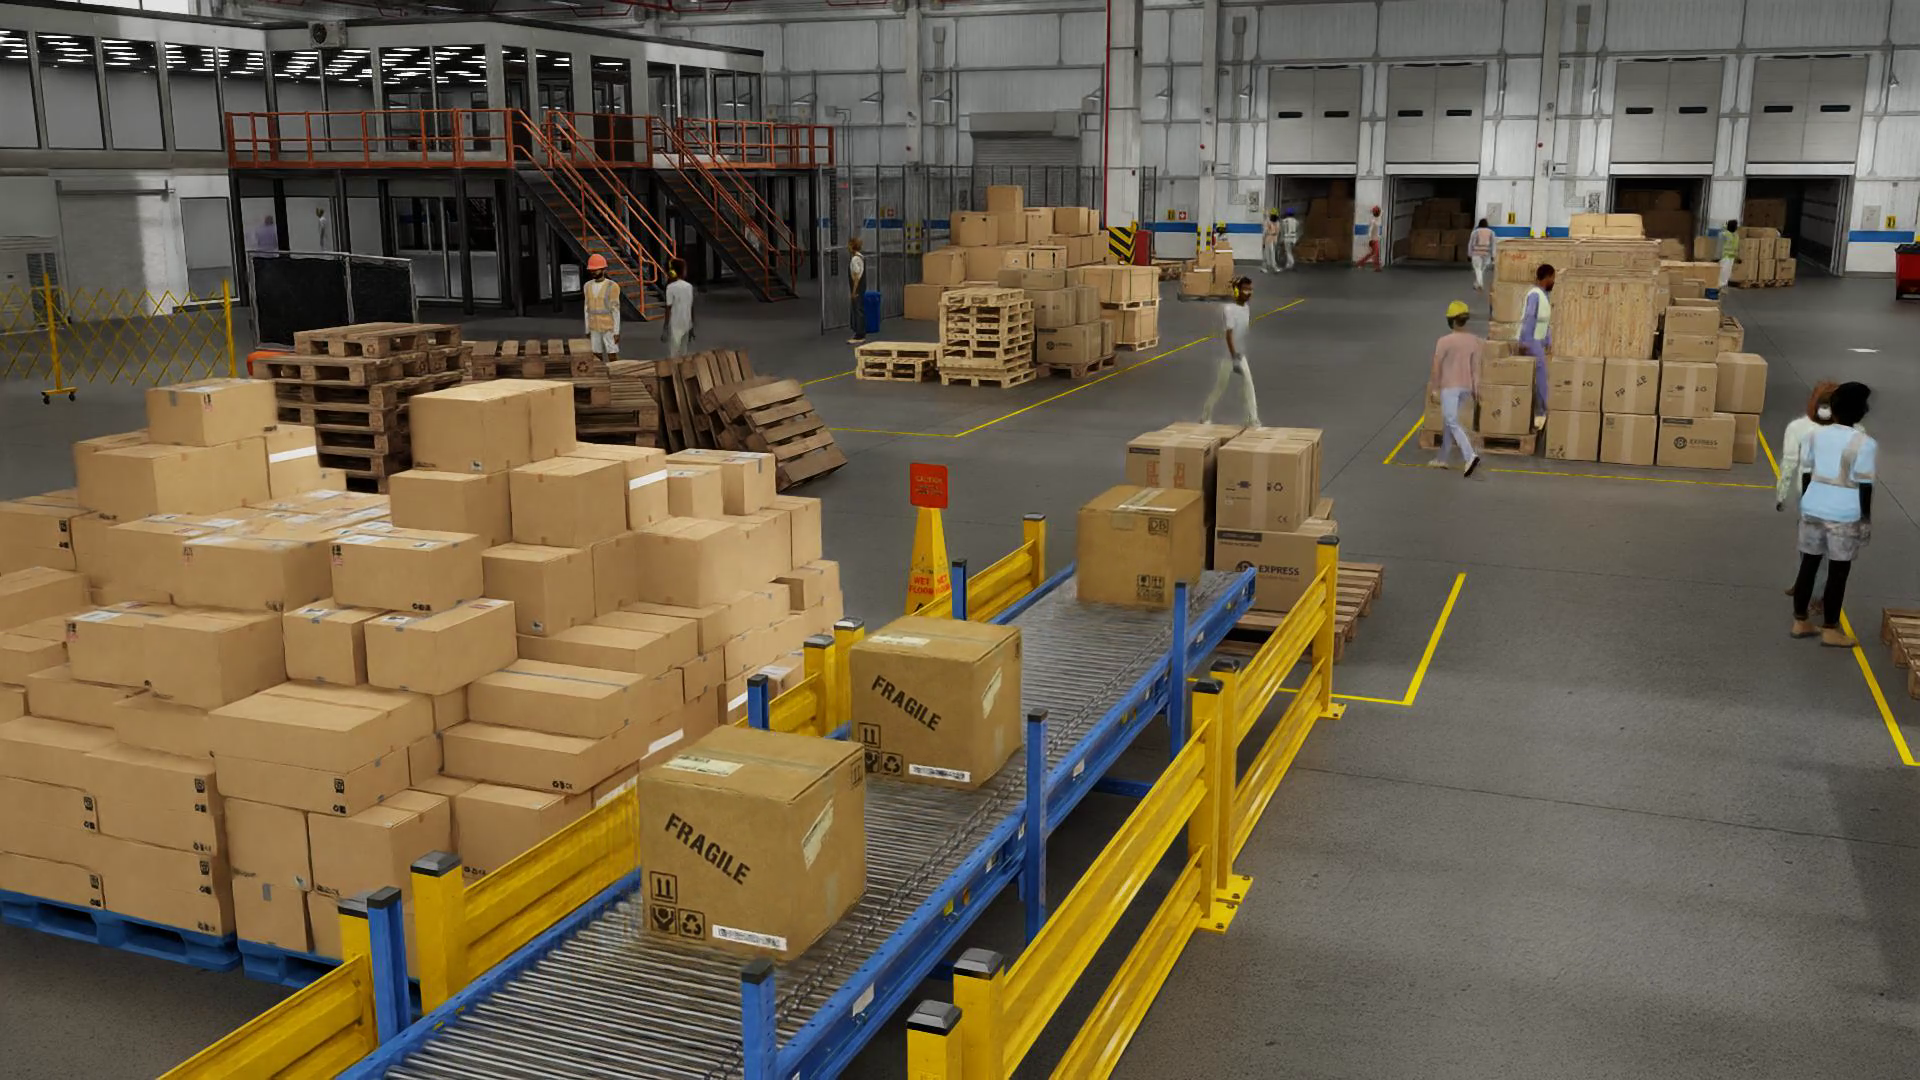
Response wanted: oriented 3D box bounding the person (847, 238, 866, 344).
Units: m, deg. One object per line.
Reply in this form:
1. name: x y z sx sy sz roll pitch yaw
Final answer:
1. person: -1.803 -4.332 28.960 0.333 1.843 0.515 2 13 10

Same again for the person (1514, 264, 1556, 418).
1. person: 7.059 -2.380 20.142 0.910 1.869 0.633 7 14 28

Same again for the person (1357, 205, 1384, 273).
1. person: 12.184 -8.900 49.168 0.771 1.970 0.624 7 14 27

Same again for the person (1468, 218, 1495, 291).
1. person: 13.070 -7.152 41.691 0.630 1.811 0.875 -1 13 -3

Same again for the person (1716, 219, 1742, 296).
1. person: 18.577 -6.796 40.067 0.647 1.817 0.678 -9 15 -34

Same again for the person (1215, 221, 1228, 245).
1. person: 6.457 -7.023 41.263 0.297 1.744 0.487 -4 13 -18

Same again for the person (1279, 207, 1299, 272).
1. person: 9.787 -8.887 49.229 0.618 1.919 0.687 -6 14 -26

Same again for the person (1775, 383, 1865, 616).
1. person: 5.952 -0.311 11.538 0.519 1.576 0.728 9 15 35

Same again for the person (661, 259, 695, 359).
1. person: -3.688 -2.801 22.072 0.550 1.848 0.561 6 14 26

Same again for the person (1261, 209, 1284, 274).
1. person: 9.134 -8.734 48.678 0.585 1.875 1.006 -9 16 -36

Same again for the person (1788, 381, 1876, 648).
1. person: 5.575 -0.164 10.597 0.317 1.695 0.540 -4 13 -18

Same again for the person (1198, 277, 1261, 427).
1. person: 3.123 -2.075 18.908 0.535 1.821 1.002 -11 17 -42

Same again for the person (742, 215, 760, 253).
1. person: -5.255 -7.246 41.972 0.450 1.871 0.609 -9 16 -36

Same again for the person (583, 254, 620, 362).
1. person: -4.700 -2.775 21.799 0.542 1.928 0.399 5 14 22

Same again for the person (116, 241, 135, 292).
1. person: -17.707 -5.623 35.202 0.498 1.634 0.281 -2 13 -10

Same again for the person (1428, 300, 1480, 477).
1. person: 4.981 -1.515 16.586 0.527 1.738 0.824 -6 14 -23
